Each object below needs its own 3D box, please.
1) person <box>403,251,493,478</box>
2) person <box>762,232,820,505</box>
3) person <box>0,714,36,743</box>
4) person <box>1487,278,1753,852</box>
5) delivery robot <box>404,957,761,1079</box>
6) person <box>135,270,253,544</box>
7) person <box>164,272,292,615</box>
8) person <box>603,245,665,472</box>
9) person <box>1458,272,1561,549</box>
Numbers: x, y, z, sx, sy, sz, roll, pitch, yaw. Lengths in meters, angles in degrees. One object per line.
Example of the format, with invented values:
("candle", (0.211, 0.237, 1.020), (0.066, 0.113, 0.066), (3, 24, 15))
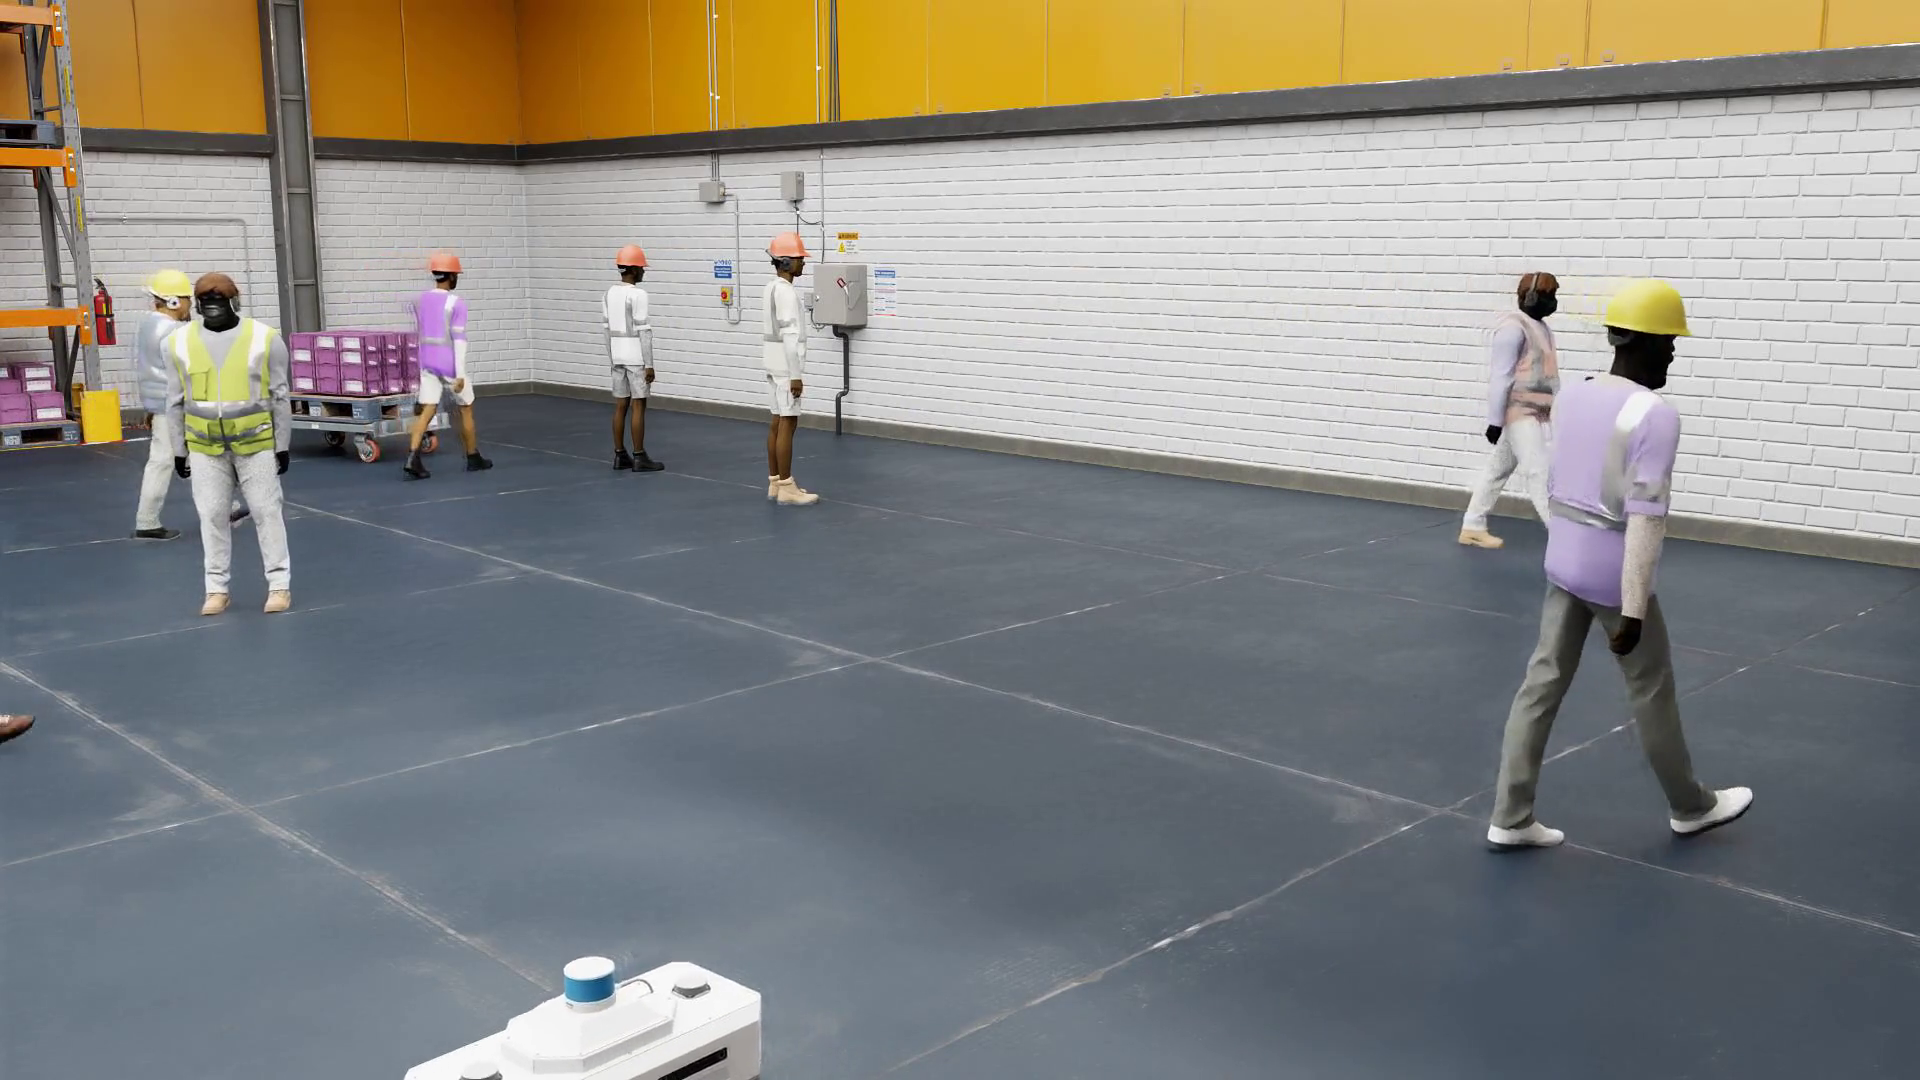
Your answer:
("person", (-4.361, -1.470, 13.971), (0.565, 1.901, 0.960), (4, 11, 20))
("person", (-1.294, -1.289, 12.564), (0.377, 2.045, 0.605), (-4, 11, -19))
("person", (-4.094, -0.074, 6.415), (0.904, 1.870, 0.667), (-5, 12, -26))
("person", (2.175, 0.098, 5.443), (0.974, 1.874, 0.607), (-4, 11, -19))
("delivery robot", (-0.744, 1.093, 3.384), (0.477, 0.478, 0.707), (9, 14, 41))
("person", (-5.114, -0.888, 11.064), (0.910, 1.784, 0.626), (-8, 13, -37))
("person", (-3.894, -0.505, 8.884), (0.627, 1.833, 0.434), (-2, 11, -10))
("person", (-2.804, -1.552, 14.286), (0.553, 1.935, 0.362), (9, 14, 40))
("person", (3.624, -0.788, 10.516), (0.972, 1.785, 0.643), (7, 13, 34))
